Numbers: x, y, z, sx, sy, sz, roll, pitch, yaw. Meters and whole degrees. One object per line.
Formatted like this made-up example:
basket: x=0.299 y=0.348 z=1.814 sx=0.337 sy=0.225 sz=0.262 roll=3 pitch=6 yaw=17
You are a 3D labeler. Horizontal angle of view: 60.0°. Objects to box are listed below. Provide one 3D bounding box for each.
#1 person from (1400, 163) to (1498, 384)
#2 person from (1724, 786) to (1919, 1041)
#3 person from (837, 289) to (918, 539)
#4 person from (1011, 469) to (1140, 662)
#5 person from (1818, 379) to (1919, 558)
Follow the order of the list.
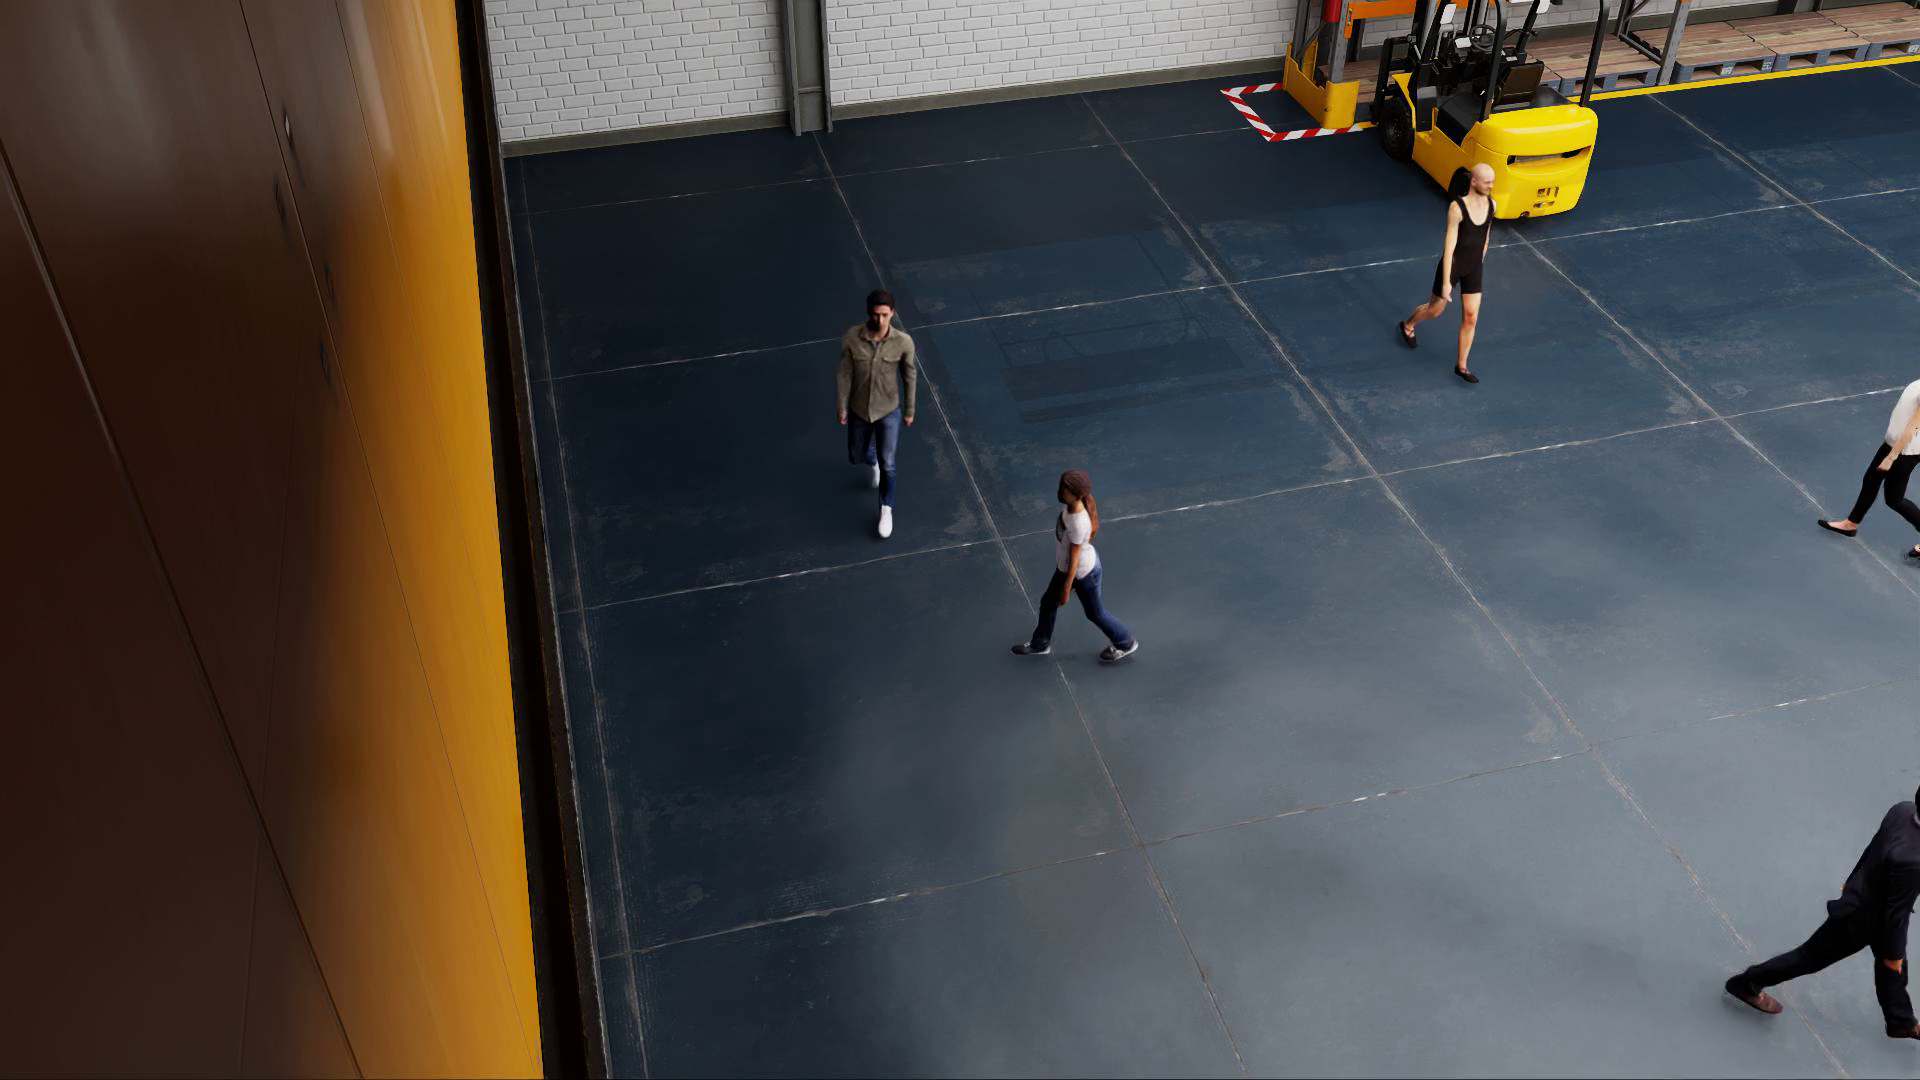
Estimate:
person: x=3.955 y=-2.198 z=13.392 sx=1.098 sy=1.784 sz=0.811 roll=-15 pitch=41 yaw=-18
person: x=4.453 y=1.857 z=8.300 sx=1.325 sy=1.803 sz=1.227 roll=17 pitch=42 yaw=20
person: x=-0.598 y=-0.975 z=11.806 sx=1.062 sy=1.853 sz=1.014 roll=5 pitch=39 yaw=6
person: x=0.824 y=0.196 z=10.606 sx=1.100 sy=1.521 sz=0.679 roll=-4 pitch=39 yaw=-5
person: x=6.603 y=-0.599 z=11.457 sx=1.061 sy=1.702 sz=1.002 roll=20 pitch=43 yaw=23
